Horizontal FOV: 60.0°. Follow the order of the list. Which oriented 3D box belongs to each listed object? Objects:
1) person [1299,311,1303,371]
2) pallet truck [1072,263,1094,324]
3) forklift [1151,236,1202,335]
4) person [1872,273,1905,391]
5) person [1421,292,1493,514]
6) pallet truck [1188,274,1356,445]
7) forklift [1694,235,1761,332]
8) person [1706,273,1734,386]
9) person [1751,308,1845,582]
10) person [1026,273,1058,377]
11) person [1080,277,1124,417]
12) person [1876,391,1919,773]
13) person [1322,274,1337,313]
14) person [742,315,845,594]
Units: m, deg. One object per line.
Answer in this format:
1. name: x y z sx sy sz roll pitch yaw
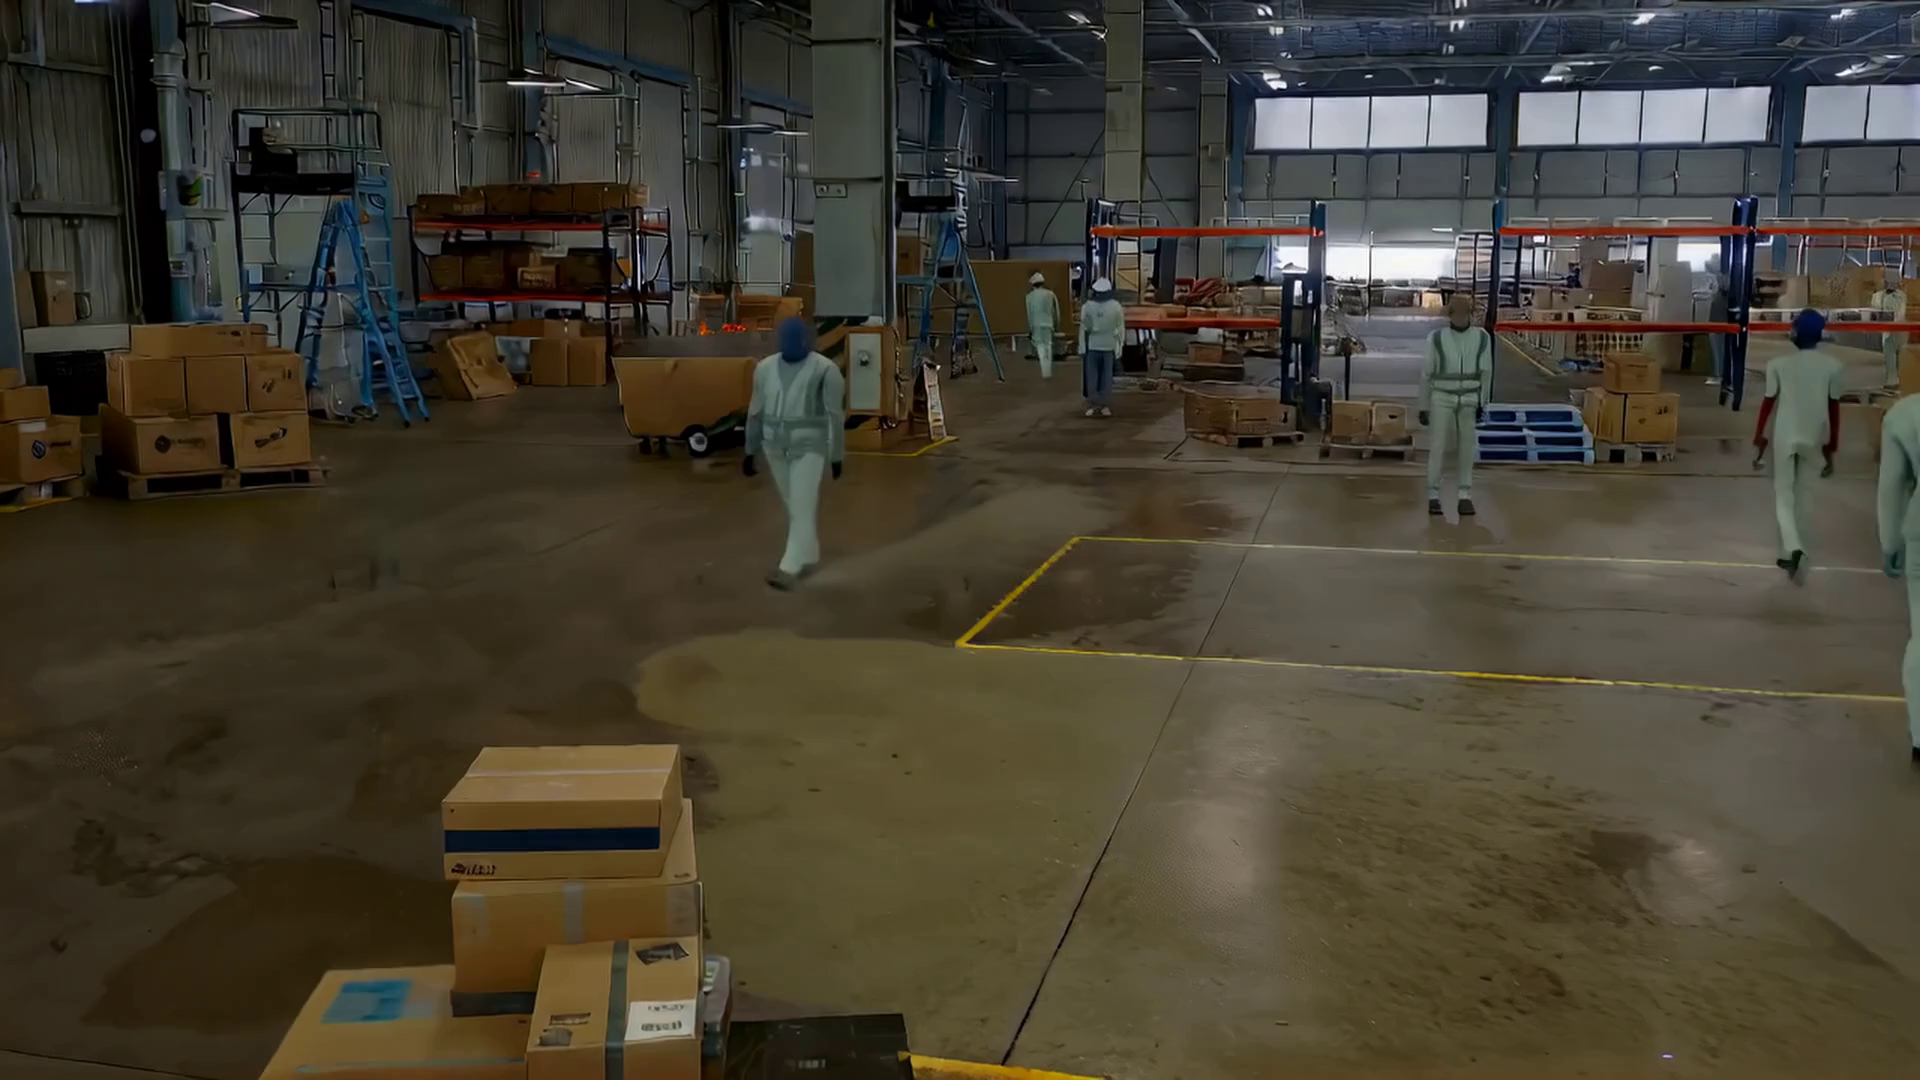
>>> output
1. person: 6.690 -4.090 31.856 0.320 1.736 0.486 7 12 37
2. pallet truck: 4.325 -8.180 55.162 0.823 1.965 1.885 6 11 31
3. forklift: 5.866 -7.214 46.878 1.873 2.768 1.129 2 10 14
4. person: 15.192 -3.385 27.148 0.369 1.932 0.623 6 11 31
5. person: 4.214 -1.157 14.142 0.584 1.883 0.337 1 10 5
6. pallet truck: 3.653 -2.138 19.590 1.885 1.965 0.823 -4 10 -20
7. forklift: 22.425 -7.519 48.677 1.873 2.768 1.129 2 10 14
8. person: 13.009 -3.587 28.359 0.491 1.915 0.687 0 10 0
9. person: 5.681 -0.636 11.278 0.526 1.857 0.838 2 10 11
10. person: 1.496 -3.898 30.216 0.586 1.908 0.601 0 10 -2
11. person: 1.940 -2.626 22.731 0.596 1.911 0.409 1 10 6
12. person: 4.261 0.031 7.152 0.650 1.880 0.774 8 13 41
13. person: 10.828 -6.991 49.065 0.546 1.682 0.552 9 13 43
14. person: -1.124 -0.565 10.924 0.643 1.787 0.974 4 10 21
